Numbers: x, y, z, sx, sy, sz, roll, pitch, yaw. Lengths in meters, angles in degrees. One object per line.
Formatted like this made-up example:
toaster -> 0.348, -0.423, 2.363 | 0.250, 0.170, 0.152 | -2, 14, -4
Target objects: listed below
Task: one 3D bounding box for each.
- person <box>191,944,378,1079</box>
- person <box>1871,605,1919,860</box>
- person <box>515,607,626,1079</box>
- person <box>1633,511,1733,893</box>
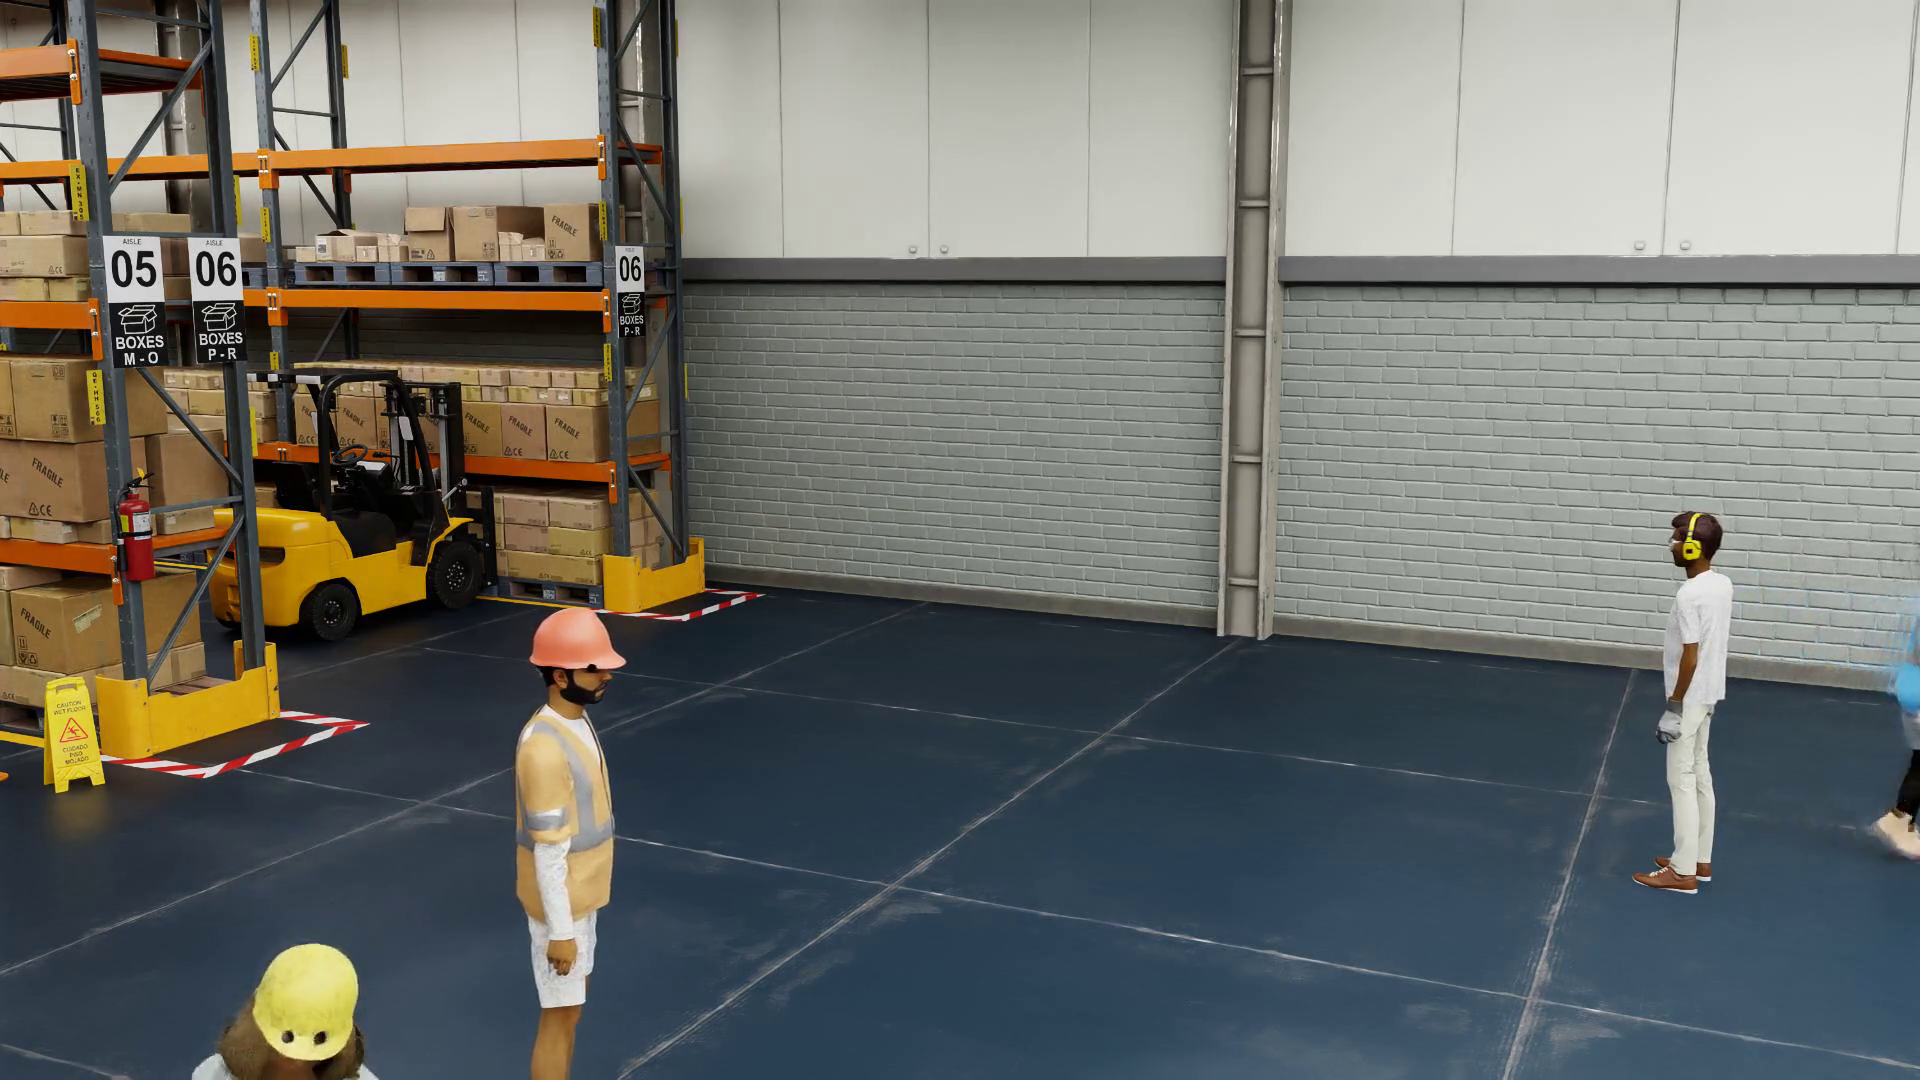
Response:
person -> -1.417, 1.632, 3.478 | 0.553, 1.681, 0.808 | 1, 9, 4
person -> 4.966, 0.821, 8.472 | 0.365, 1.676, 0.544 | 5, 10, 27
person -> -1.275, 1.174, 5.540 | 0.376, 1.936, 0.549 | -1, 9, -4
person -> 3.551, 0.788, 8.127 | 0.315, 1.866, 0.533 | 9, 13, 43
